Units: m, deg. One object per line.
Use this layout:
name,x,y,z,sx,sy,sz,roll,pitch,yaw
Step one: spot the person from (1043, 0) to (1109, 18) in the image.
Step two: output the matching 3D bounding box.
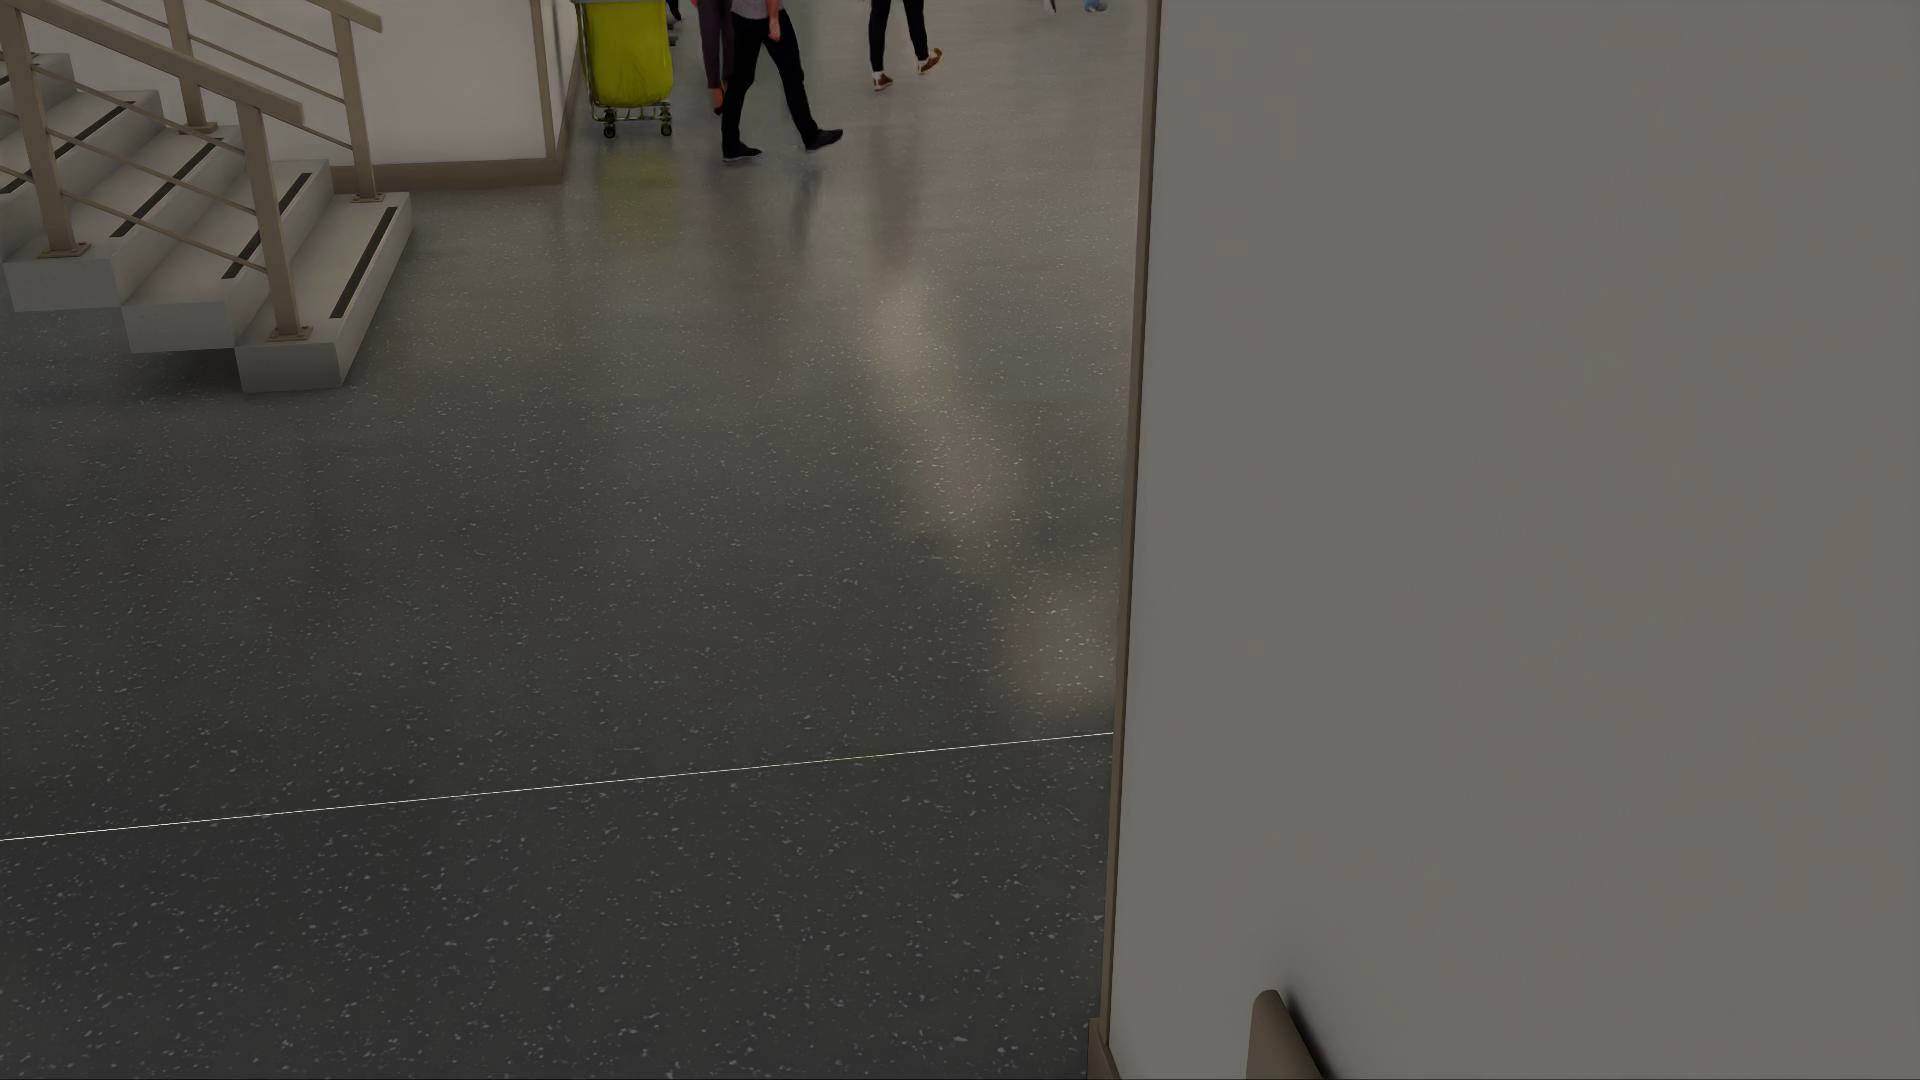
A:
person,1.102,-5.961,15.936,1.096,1.838,1.174,18,31,33

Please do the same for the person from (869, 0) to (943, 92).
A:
person,-0.547,-4.315,12.510,1.180,1.850,1.102,10,27,20

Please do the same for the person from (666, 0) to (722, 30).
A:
person,-2.544,-5.663,15.337,1.185,1.821,1.194,20,32,35

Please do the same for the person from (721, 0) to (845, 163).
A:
person,-1.335,-3.250,10.345,1.169,1.811,1.013,-19,32,-35

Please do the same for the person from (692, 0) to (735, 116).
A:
person,-1.711,-3.914,11.911,0.663,1.648,0.638,-4,26,-8
